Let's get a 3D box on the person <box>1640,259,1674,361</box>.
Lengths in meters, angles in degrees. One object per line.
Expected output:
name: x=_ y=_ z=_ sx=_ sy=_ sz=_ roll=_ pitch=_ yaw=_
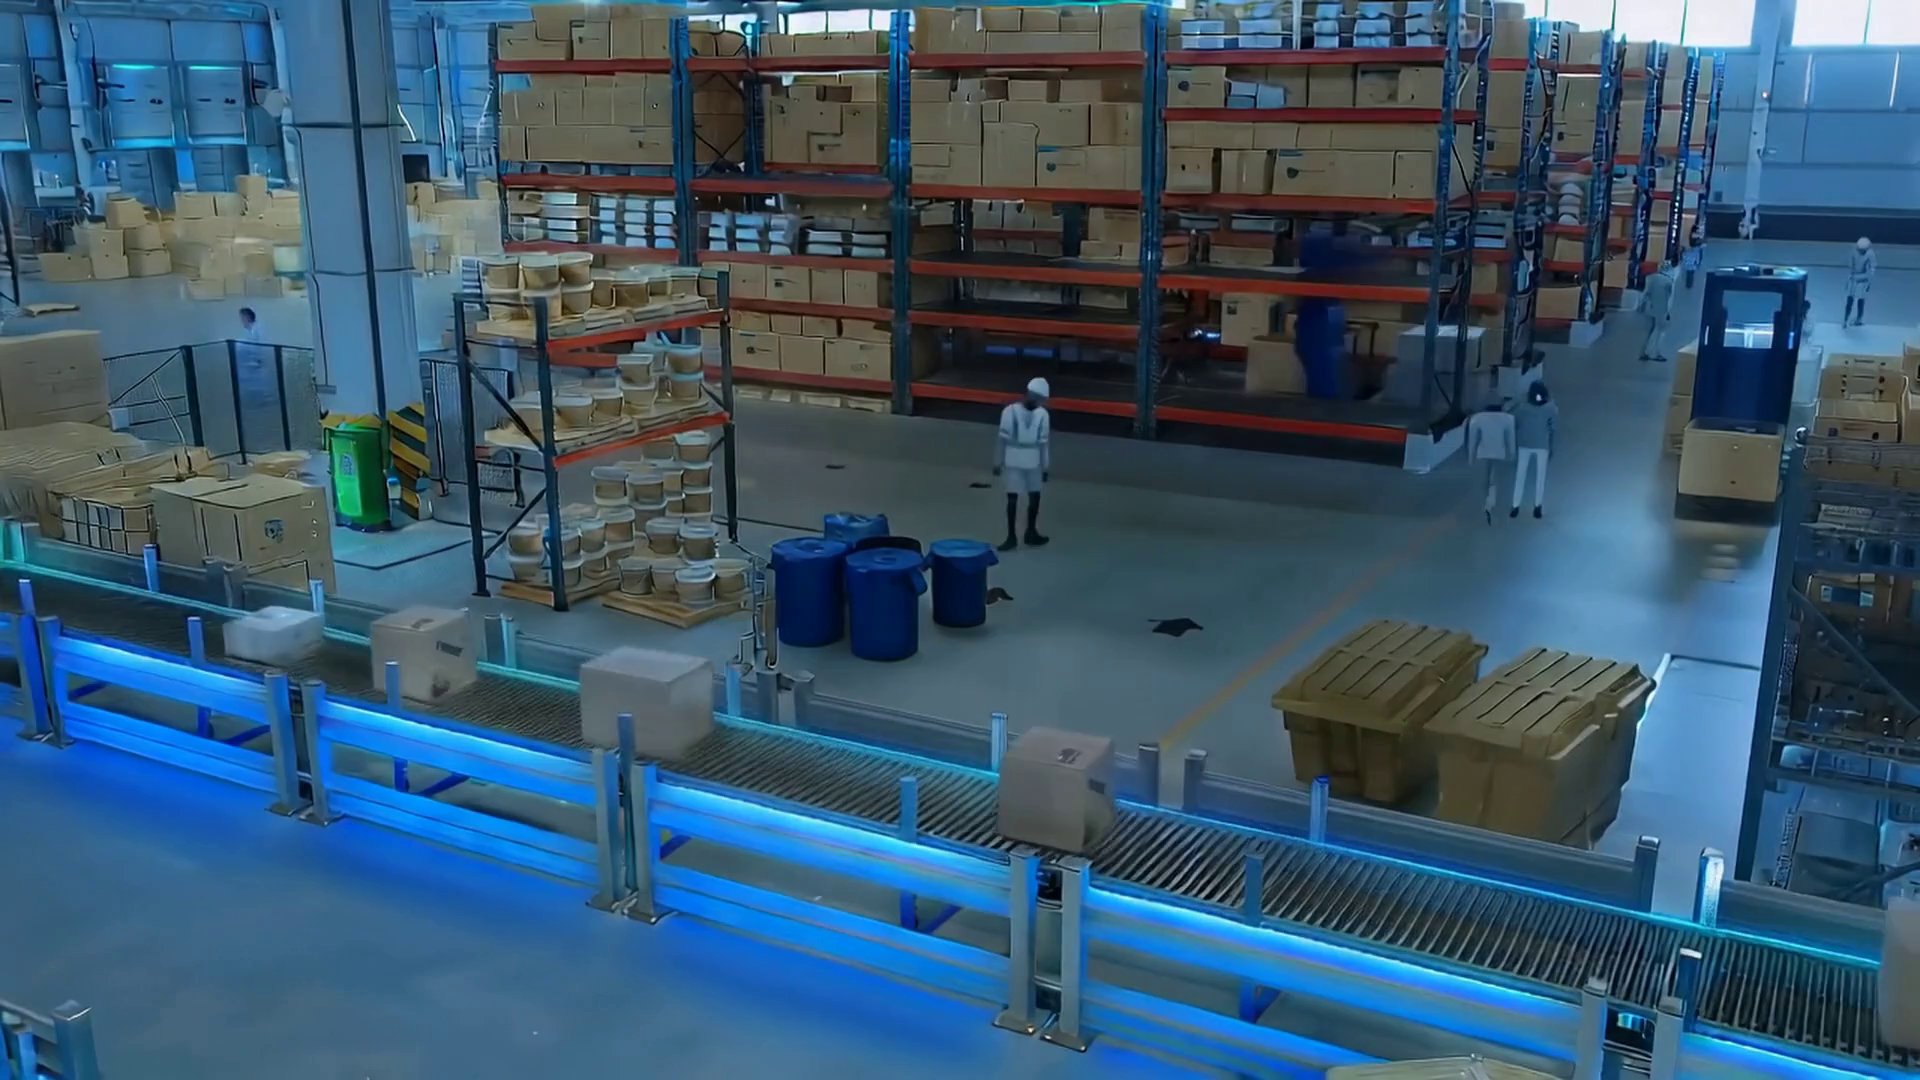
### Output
person: x=13.093 y=-4.300 z=31.151 sx=0.400 sy=1.901 sz=0.642 roll=-7 pitch=16 yaw=-23

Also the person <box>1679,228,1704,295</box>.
person: x=18.408 y=-7.028 z=41.867 sx=0.542 sy=1.650 sz=0.893 roll=9 pitch=17 yaw=30

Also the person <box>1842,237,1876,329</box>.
person: x=19.224 y=-5.508 z=35.591 sx=1.075 sy=1.962 sz=0.607 roll=-14 pitch=20 yaw=-43

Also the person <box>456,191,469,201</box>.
person: x=-15.985 y=-10.250 z=53.515 sx=0.669 sy=1.901 sz=0.471 roll=3 pitch=15 yaw=11

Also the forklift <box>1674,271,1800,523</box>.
forklift: x=9.269 y=-1.763 z=19.726 sx=1.129 sy=2.768 sz=1.873 roll=8 pitch=17 yaw=27

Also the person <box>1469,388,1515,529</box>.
person: x=6.061 y=-0.932 z=19.037 sx=0.504 sy=1.604 sz=0.694 roll=7 pitch=16 yaw=23

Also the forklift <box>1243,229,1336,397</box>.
forklift: x=5.568 y=-3.500 z=26.259 sx=1.873 sy=2.768 sz=1.129 roll=8 pitch=17 yaw=28

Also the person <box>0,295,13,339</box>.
person: x=-15.523 y=-3.103 z=26.917 sx=0.525 sy=1.759 sz=0.337 roll=4 pitch=15 yaw=13

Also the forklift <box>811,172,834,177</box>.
forklift: x=-5.073 y=-12.923 z=61.680 sx=1.129 sy=2.768 sz=1.873 roll=8 pitch=17 yaw=28

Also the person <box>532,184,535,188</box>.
person: x=-17.024 y=-13.484 z=66.074 sx=0.533 sy=1.691 sz=0.321 roll=3 pitch=15 yaw=12

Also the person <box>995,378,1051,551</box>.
person: x=0.678 y=-0.815 z=18.086 sx=0.670 sy=1.887 sz=0.370 roll=-5 pitch=16 yaw=-19

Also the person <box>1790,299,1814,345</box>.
person: x=13.528 y=-3.066 z=26.910 sx=0.377 sy=1.679 sz=0.557 roll=-1 pitch=15 yaw=-2

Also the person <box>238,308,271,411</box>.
person: x=-11.169 y=-2.819 z=26.094 sx=0.550 sy=1.613 sz=0.659 roll=10 pitch=18 yaw=32

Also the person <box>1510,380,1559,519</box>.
person: x=6.714 y=-1.061 z=19.471 sx=0.507 sy=1.633 sz=0.274 roll=5 pitch=16 yaw=17
